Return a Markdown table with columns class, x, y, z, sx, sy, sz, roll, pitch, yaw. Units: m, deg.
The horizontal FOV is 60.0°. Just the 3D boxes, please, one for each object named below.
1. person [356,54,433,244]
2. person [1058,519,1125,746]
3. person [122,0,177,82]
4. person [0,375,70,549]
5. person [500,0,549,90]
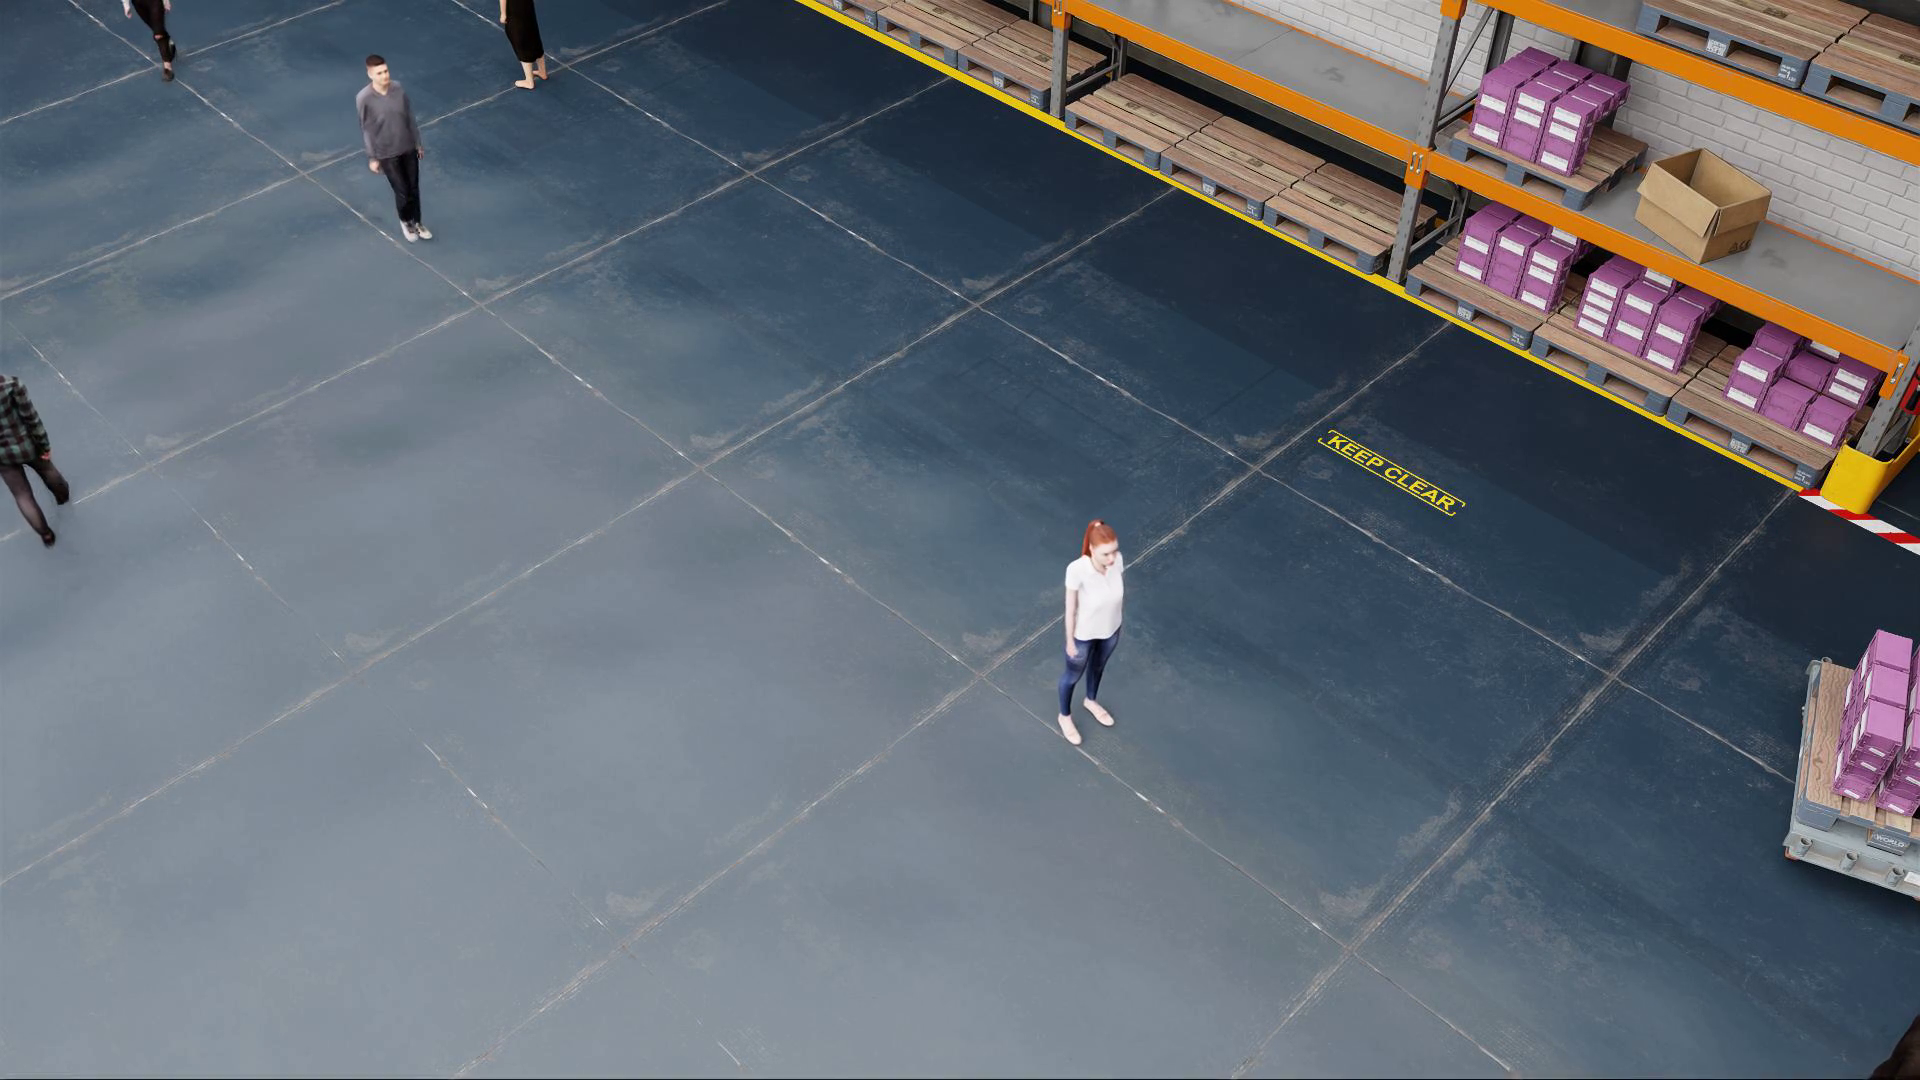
| class | x | y | z | sx | sy | sz | roll | pitch | yaw |
| --- | --- | --- | --- | --- | --- | --- | --- | --- | --- |
| person | -4.931 | -3.402 | 14.419 | 0.587 | 1.750 | 0.635 | 33 | 52 | 30 |
| person | 0.809 | 0.543 | 10.287 | 0.605 | 1.738 | 0.590 | -23 | 48 | -22 |
| person | -8.190 | -5.447 | 16.785 | 0.931 | 1.448 | 1.045 | -4 | 44 | -5 |
| person | -6.663 | -0.621 | 11.665 | 0.854 | 1.688 | 1.053 | -20 | 47 | -20 |
| person | -4.368 | -5.268 | 16.469 | 0.632 | 1.625 | 0.623 | 23 | 48 | 22 |
